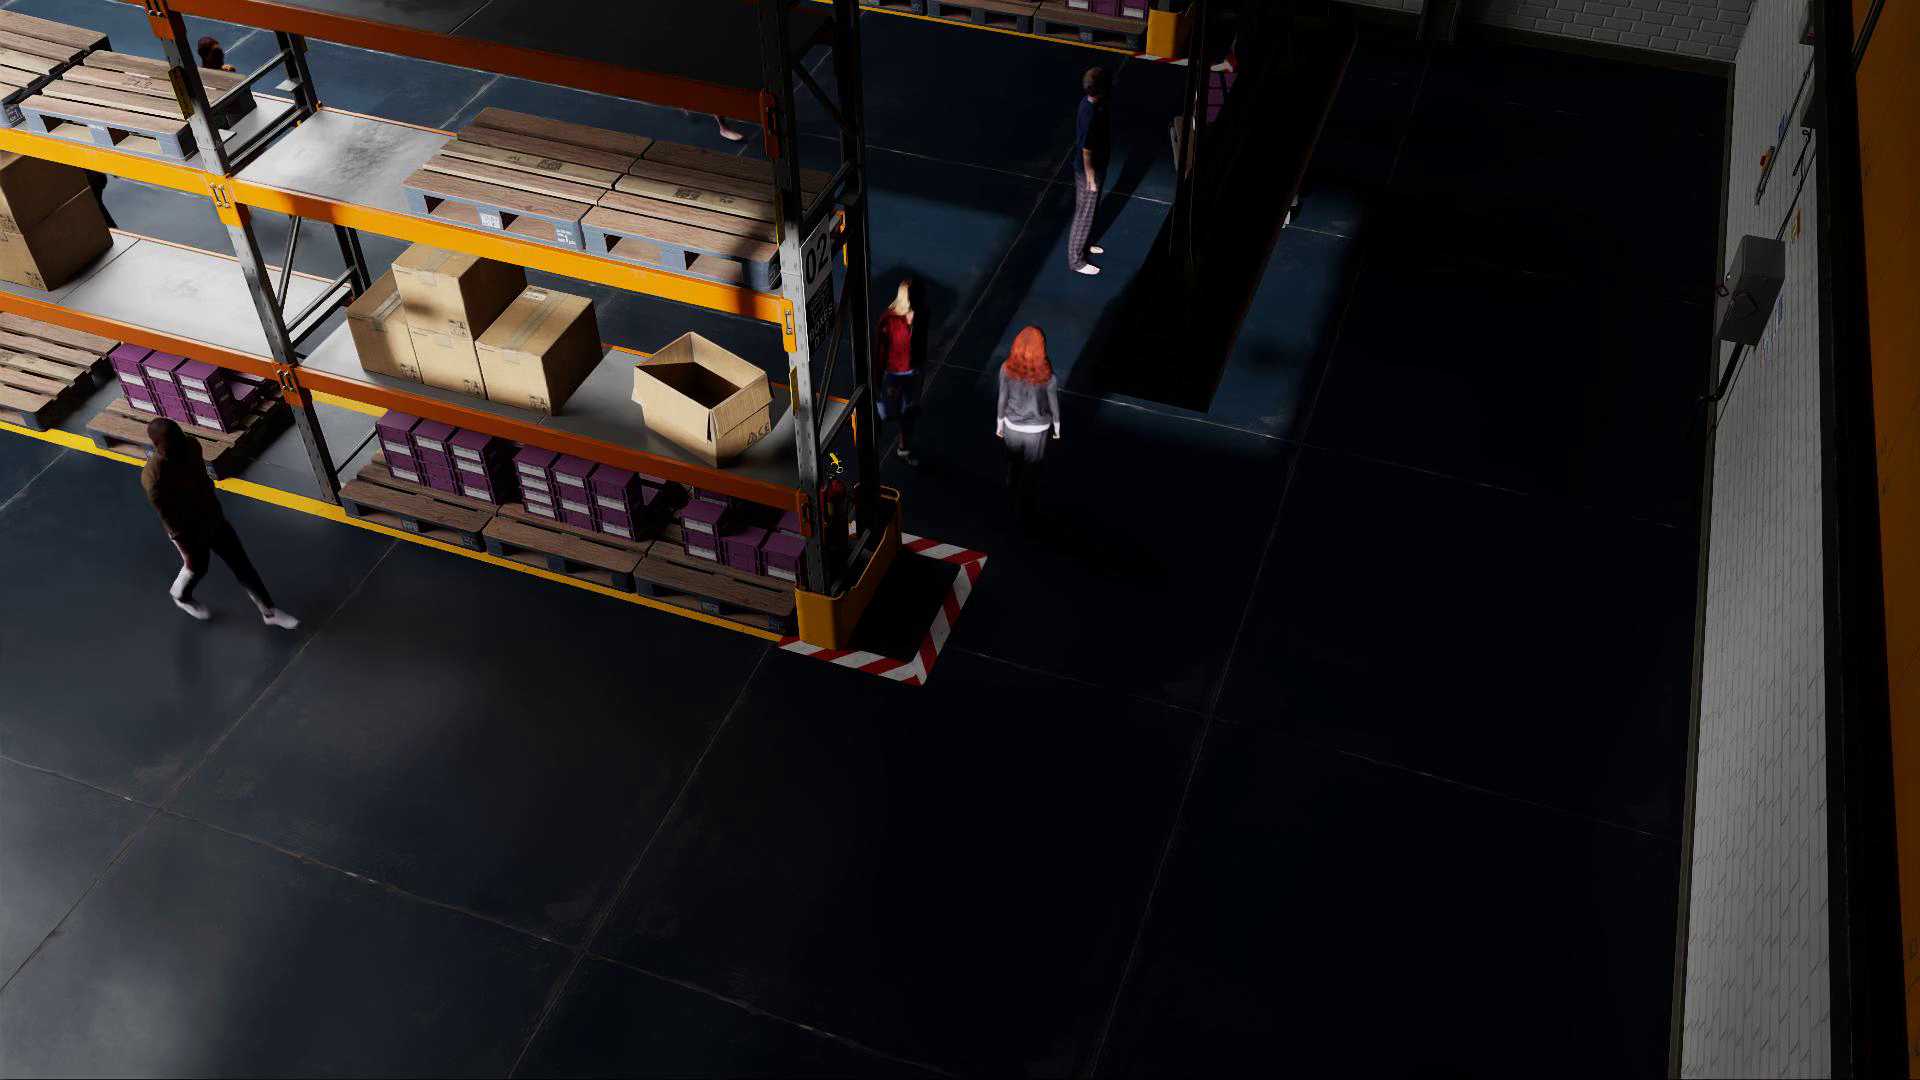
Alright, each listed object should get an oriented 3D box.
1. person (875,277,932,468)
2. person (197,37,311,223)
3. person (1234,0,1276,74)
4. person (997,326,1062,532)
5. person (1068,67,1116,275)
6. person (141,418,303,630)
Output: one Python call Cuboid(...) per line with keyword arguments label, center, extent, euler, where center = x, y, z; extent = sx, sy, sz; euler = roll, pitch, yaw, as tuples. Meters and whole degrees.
Cuboid(label="person", center=(-0.470, -1.304, 12.387), extent=(0.900, 1.609, 0.978), euler=(-20, 47, -20))
Cuboid(label="person", center=(-6.461, -3.586, 14.655), extent=(1.187, 1.784, 0.709), euler=(21, 47, 20))
Cuboid(label="person", center=(2.735, -4.705, 15.968), extent=(0.732, 1.593, 0.637), euler=(11, 45, 11))
Cuboid(label="person", center=(0.439, -0.708, 11.646), extent=(0.519, 1.769, 0.659), euler=(18, 46, 18))
Cuboid(label="person", center=(1.104, -3.151, 14.136), extent=(0.570, 1.871, 0.679), euler=(8, 44, 9))
Cuboid(label="person", center=(-5.100, -0.085, 10.974), extent=(1.180, 1.794, 0.802), euler=(10, 45, 11))
